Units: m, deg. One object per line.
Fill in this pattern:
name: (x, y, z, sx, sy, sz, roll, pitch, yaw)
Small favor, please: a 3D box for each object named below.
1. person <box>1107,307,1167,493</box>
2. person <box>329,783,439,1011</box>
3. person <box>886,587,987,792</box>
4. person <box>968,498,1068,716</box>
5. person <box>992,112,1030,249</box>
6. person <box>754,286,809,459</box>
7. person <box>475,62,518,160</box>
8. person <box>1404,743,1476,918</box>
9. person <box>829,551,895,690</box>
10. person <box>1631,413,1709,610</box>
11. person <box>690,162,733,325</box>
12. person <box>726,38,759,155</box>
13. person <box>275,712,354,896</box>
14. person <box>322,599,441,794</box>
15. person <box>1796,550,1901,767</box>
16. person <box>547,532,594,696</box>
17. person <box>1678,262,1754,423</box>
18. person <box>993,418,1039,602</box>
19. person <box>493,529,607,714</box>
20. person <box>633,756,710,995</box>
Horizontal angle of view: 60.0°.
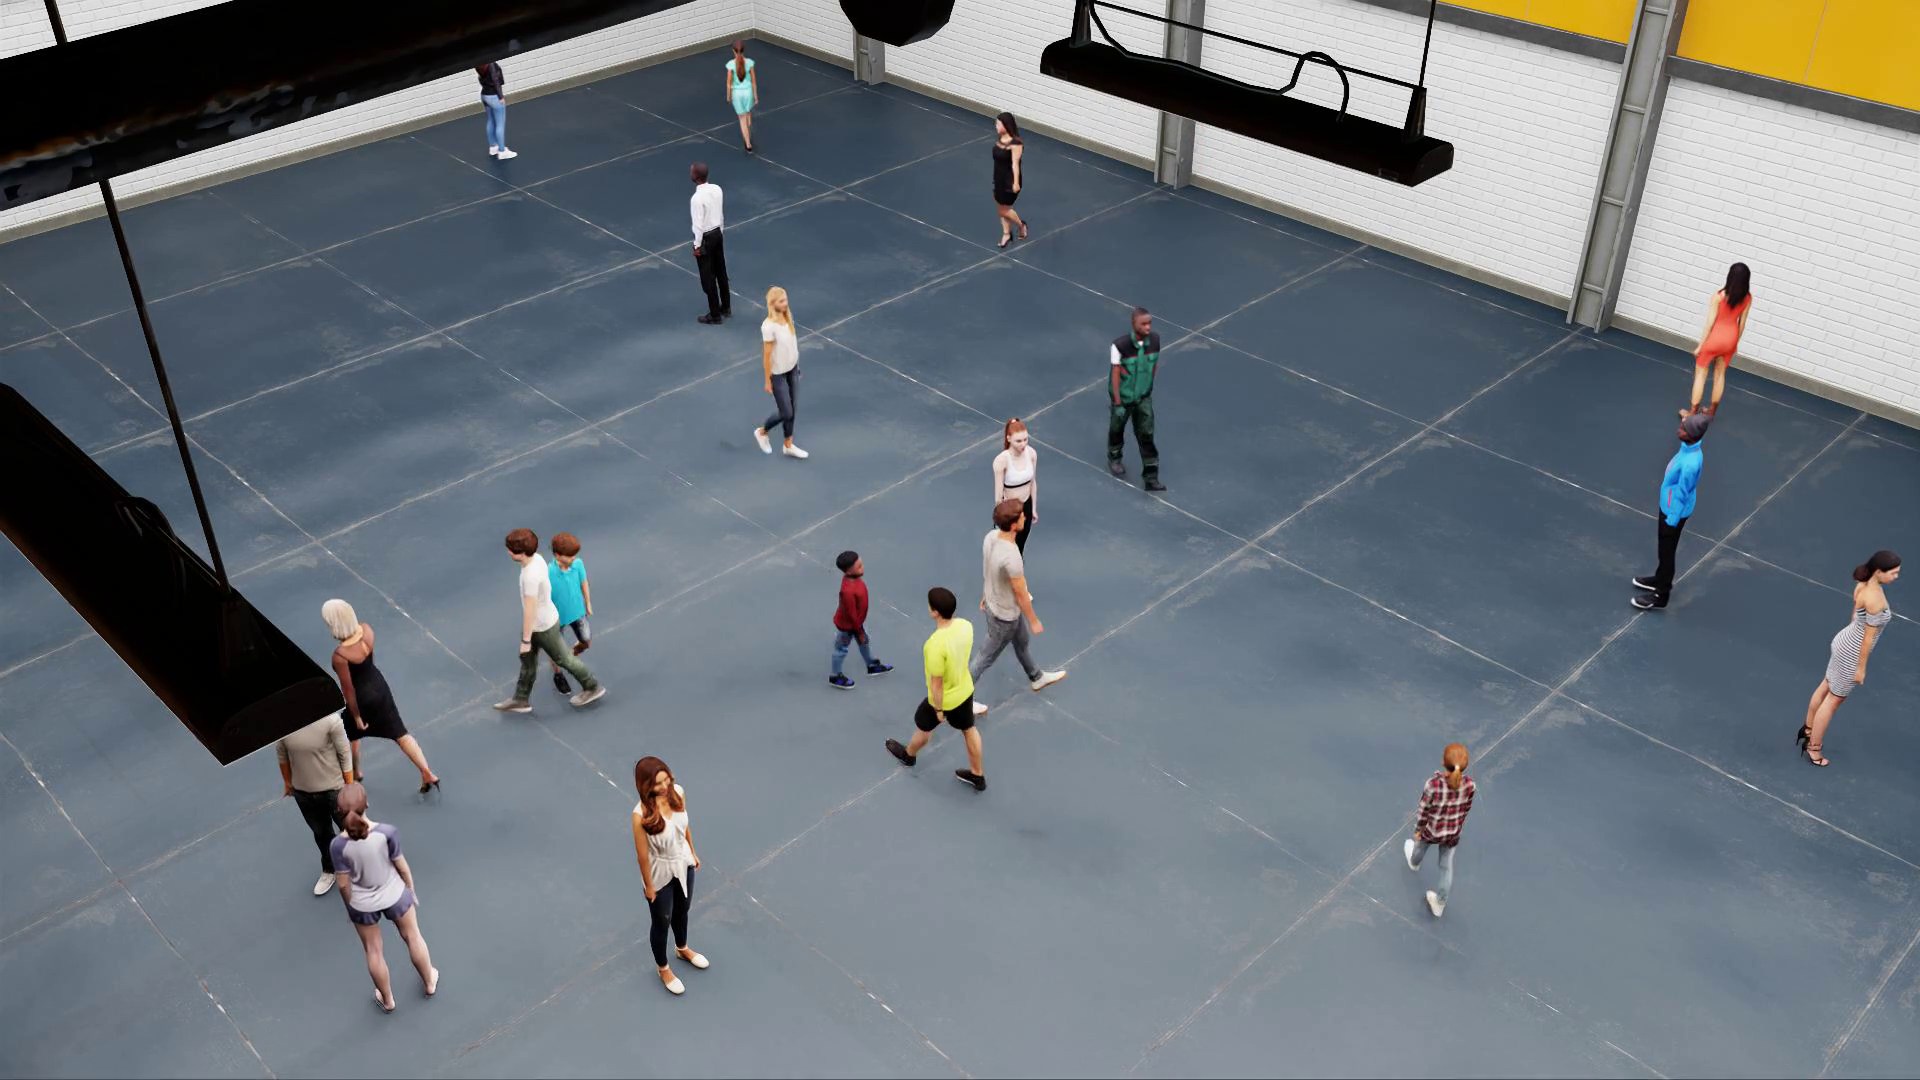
person: (1.543, -1.364, 15.496, 0.985, 1.795, 1.229, -12, 35, -17)
person: (-3.565, 2.195, 10.168, 0.670, 1.766, 0.687, -14, 36, -20)
person: (-0.004, 1.105, 11.898, 1.056, 1.666, 0.678, 26, 41, 33)
person: (0.243, 0.562, 12.553, 1.152, 1.846, 1.254, -8, 34, -12)
person: (0.649, -4.308, 20.007, 0.870, 1.704, 0.808, -12, 35, -17)
person: (-1.766, -1.591, 15.835, 0.834, 1.799, 0.730, 15, 36, 21)
person: (-6.370, -6.034, 22.668, 0.687, 1.633, 0.483, -28, 42, -35)
person: (3.201, 1.935, 10.998, 0.861, 1.280, 0.930, -1, 34, -2)
person: (-0.928, 0.629, 13.000, 0.821, 1.239, 0.740, 4, 34, 6)
person: (5.956, -0.251, 13.822, 0.674, 1.795, 0.680, 10, 35, 15)
person: (-2.771, -3.278, 18.340, 0.639, 1.834, 0.704, 17, 37, 23)
person: (-2.966, -6.067, 22.808, 0.813, 1.534, 1.024, -11, 35, -16)
person: (-4.231, 1.593, 11.033, 0.710, 1.812, 0.783, 2, 34, 3)
person: (-4.121, 1.153, 11.791, 1.148, 1.706, 0.862, 13, 36, 19)
person: (6.478, 0.847, 12.143, 0.684, 1.824, 0.678, 10, 35, 15)
person: (-3.107, 0.525, 12.983, 0.643, 1.432, 0.650, -17, 37, -23)
person: (7.500, -1.942, 16.435, 0.670, 1.718, 0.707, -3, 34, -5)
person: (0.442, -0.229, 13.838, 0.623, 1.740, 0.581, -21, 39, -28)
person: (-3.105, 0.640, 12.639, 1.000, 1.620, 1.124, -10, 35, -14)
person: (-1.833, 2.052, 10.367, 0.575, 1.785, 0.626, 21, 39, 29)
